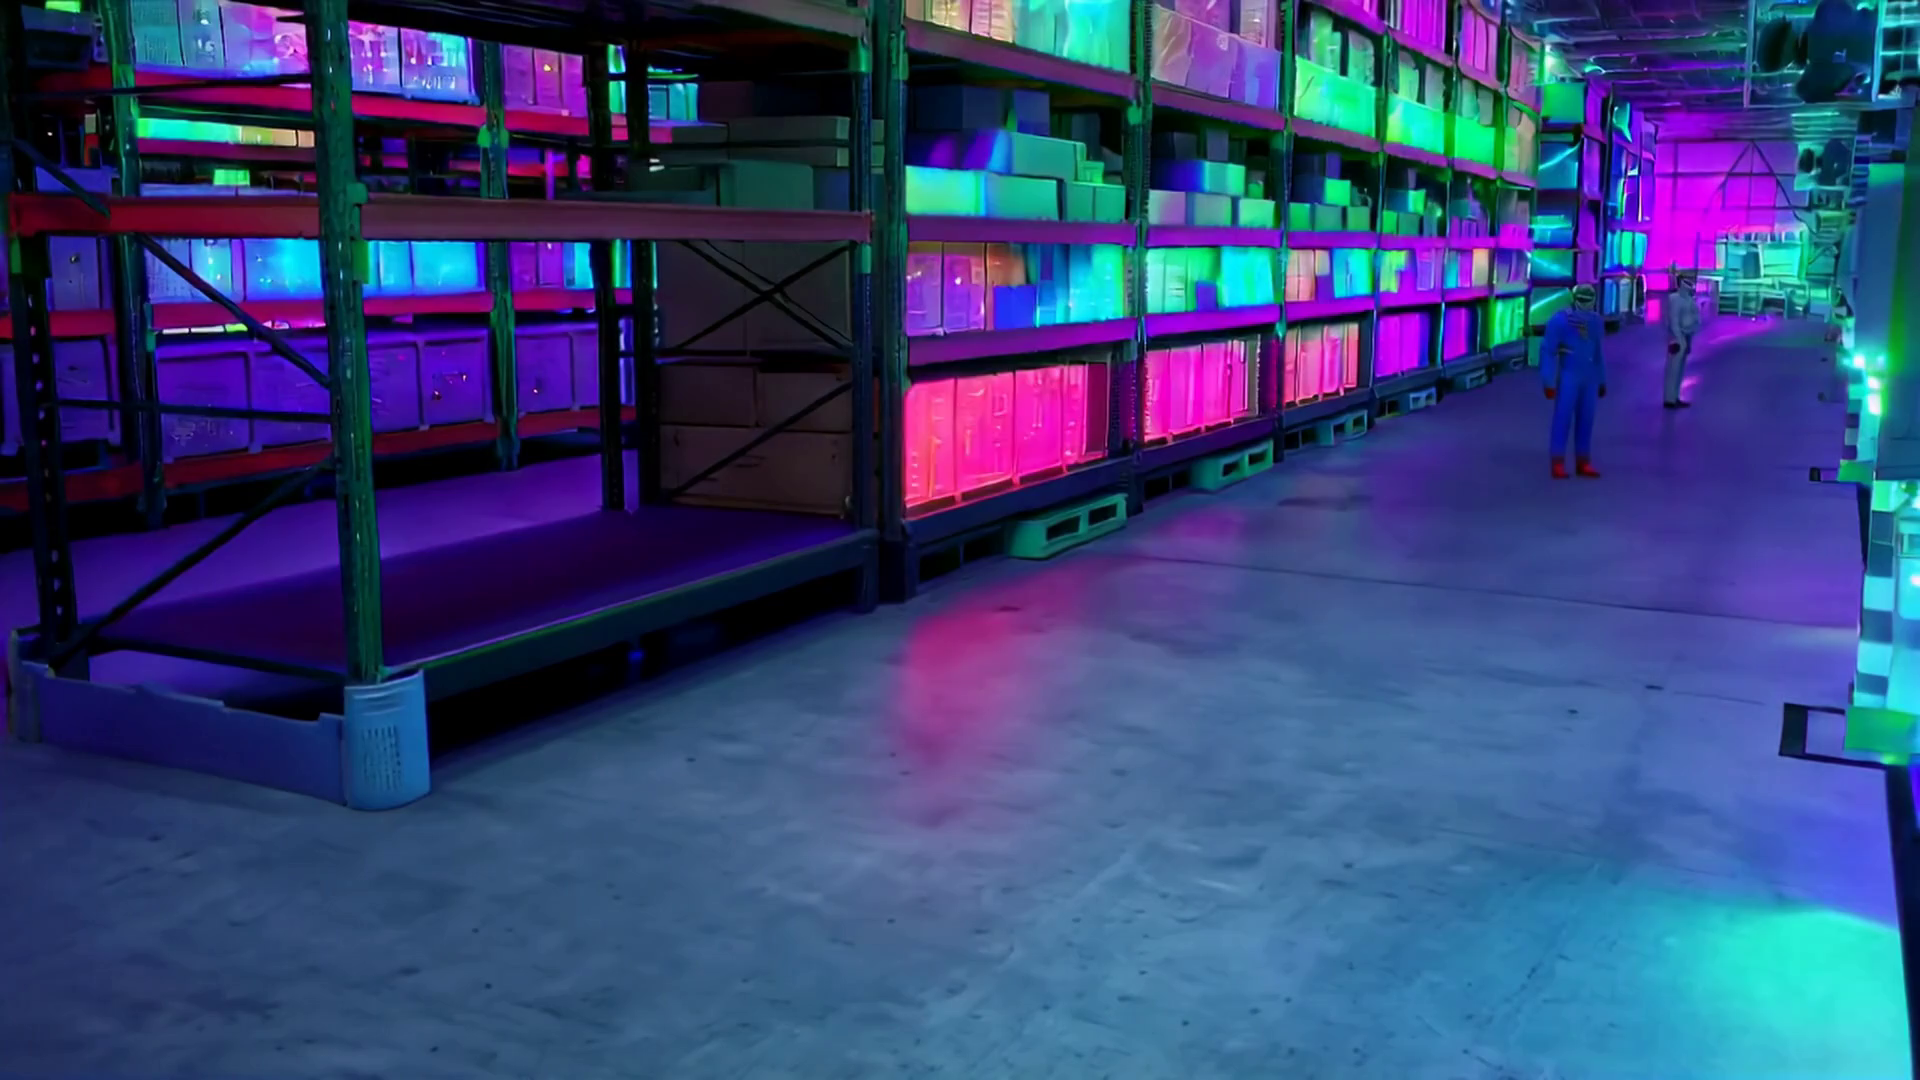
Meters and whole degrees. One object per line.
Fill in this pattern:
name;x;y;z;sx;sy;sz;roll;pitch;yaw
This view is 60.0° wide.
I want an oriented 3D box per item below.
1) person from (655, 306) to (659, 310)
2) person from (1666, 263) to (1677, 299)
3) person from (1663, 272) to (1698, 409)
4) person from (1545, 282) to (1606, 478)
person;-4.812;-3.352;26.536;0.546;1.929;0.400;-4;11;-22
person;33.935;-12.331;79.195;0.539;1.686;0.319;-7;12;-36
person;10.162;-2.808;23.429;0.399;1.905;0.642;8;12;38
person;5.977;-1.540;16.123;0.652;1.896;0.402;-3;10;-18
